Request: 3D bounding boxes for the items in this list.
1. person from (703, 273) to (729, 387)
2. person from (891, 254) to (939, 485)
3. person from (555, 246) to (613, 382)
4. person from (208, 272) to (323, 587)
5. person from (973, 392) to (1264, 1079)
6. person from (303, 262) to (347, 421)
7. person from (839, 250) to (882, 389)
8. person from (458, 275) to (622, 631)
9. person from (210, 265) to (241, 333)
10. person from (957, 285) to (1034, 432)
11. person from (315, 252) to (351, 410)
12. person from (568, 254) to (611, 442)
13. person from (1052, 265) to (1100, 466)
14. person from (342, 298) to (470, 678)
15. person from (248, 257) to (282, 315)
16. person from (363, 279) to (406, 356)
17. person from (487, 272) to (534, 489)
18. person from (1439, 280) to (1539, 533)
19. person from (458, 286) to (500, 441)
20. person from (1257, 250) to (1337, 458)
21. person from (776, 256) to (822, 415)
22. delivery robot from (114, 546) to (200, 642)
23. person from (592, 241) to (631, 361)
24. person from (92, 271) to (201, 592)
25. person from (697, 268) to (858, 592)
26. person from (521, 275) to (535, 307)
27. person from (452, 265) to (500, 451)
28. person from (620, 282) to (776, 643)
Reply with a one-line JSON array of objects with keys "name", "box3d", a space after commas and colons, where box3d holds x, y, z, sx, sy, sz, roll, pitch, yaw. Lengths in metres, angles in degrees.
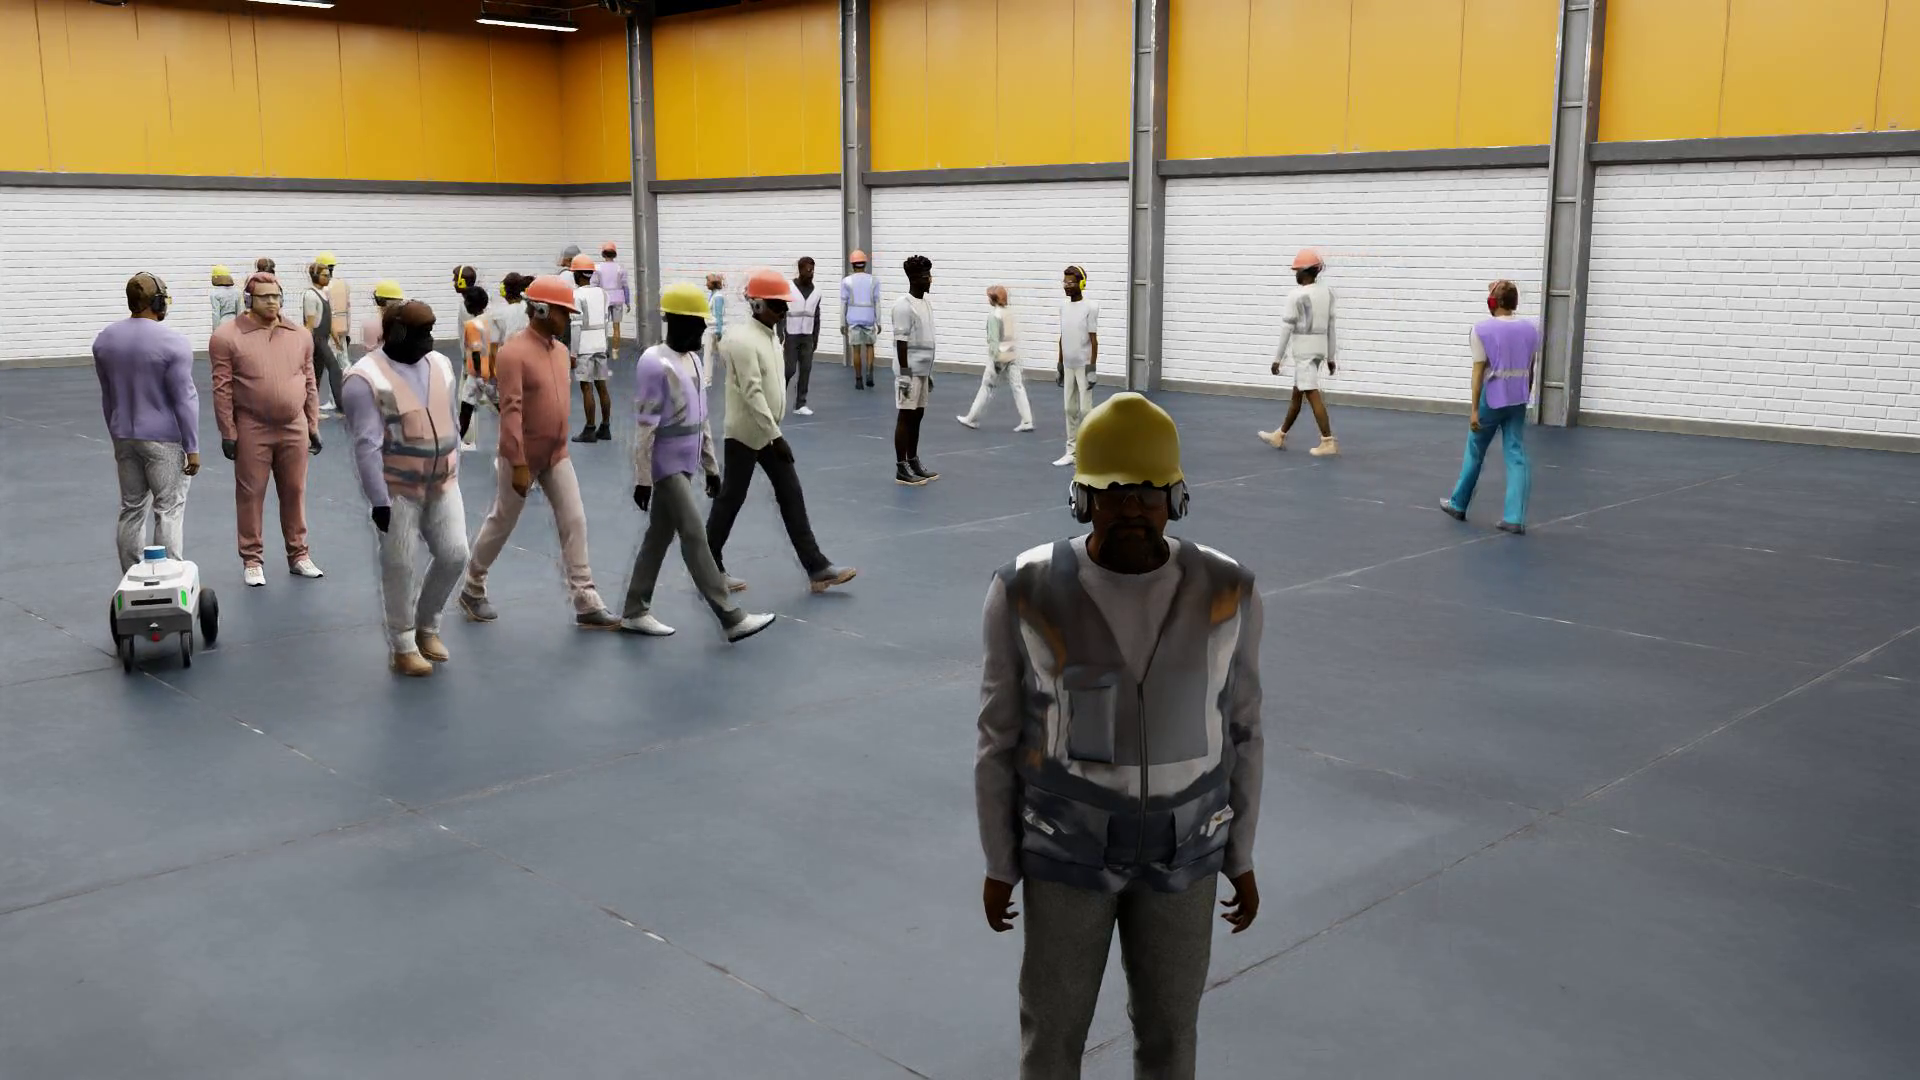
[{"name": "person", "box3d": [-3.339, -2.940, 23.380, 0.772, 1.610, 0.514, -5, 11, -24]}, {"name": "person", "box3d": [-0.385, -1.464, 14.331, 0.374, 1.966, 0.607, 4, 11, 21]}, {"name": "person", "box3d": [-5.575, -3.269, 23.971, 1.031, 2.000, 0.700, -3, 11, -17]}, {"name": "person", "box3d": [-4.235, -0.683, 10.235, 0.639, 1.908, 0.409, -10, 14, -44]}, {"name": "person", "box3d": [0.325, 0.617, 3.349, 0.595, 1.832, 0.404, -1, 10, -6]}, {"name": "person", "box3d": [-7.229, -2.268, 19.142, 0.820, 1.817, 0.512, -2, 11, -12]}, {"name": "person", "box3d": [-1.385, -3.042, 23.033, 0.580, 1.925, 0.390, -2, 11, -10]}, {"name": "person", "box3d": [-2.346, -0.475, 9.051, 1.064, 1.934, 0.635, 5, 12, 27]}, {"name": "person", "box3d": [-9.743, -2.775, 22.087, 0.296, 1.744, 0.486, 4, 11, 21]}, {"name": "person", "box3d": [0.418, -1.969, 18.114, 0.913, 1.586, 0.514, 7, 12, 33]}, {"name": "person", "box3d": [-7.717, -2.558, 20.402, 0.379, 1.925, 0.594, 4, 11, 20]}, {"name": "person", "box3d": [-3.856, -1.975, 17.191, 0.374, 1.939, 0.545, 6, 12, 30]}, {"name": "person", "box3d": [1.074, -1.576, 15.259, 0.329, 1.858, 0.505, -9, 13, -39]}, {"name": "person", "box3d": [-2.657, -0.250, 8.062, 0.455, 1.829, 0.642, 8, 13, 38]}, {"name": "person", "box3d": [-9.719, -3.038, 23.299, 0.432, 1.822, 0.647, -9, 14, -42]}, {"name": "person", "box3d": [-4.779, -1.340, 14.206, 0.593, 1.747, 0.554, 2, 11, 13]}, {"name": "person", "box3d": [-3.793, -1.365, 14.208, 0.512, 1.808, 0.997, -4, 11, -22]}, {"name": "person", "box3d": [3.897, -0.987, 12.167, 0.582, 1.795, 0.942, -3, 11, -16]}, {"name": "person", "box3d": [-4.595, -1.587, 15.853, 0.890, 1.646, 0.545, 3, 11, 15]}, {"name": "person", "box3d": [3.317, -1.810, 16.159, 0.632, 1.984, 1.034, -9, 14, -39]}, {"name": "person", "box3d": [-1.957, -2.434, 19.840, 0.623, 1.889, 0.592, -8, 13, -37]}, {"name": "delivery robot", "box3d": [-4.074, 0.273, 8.453, 0.477, 0.478, 0.707, -4, 11, -20]}, {"name": "person", "box3d": [-5.948, -4.067, 28.374, 0.625, 2.018, 0.422, -1, 10, -8]}, {"name": "person", "box3d": [-4.601, -0.551, 9.473, 0.623, 1.932, 0.375, 3, 11, 14]}, {"name": "person", "box3d": [-1.143, -0.628, 9.849, 0.999, 1.935, 0.609, 3, 11, 17]}, {"name": "person", "box3d": [-5.128, -2.349, 20.003, 0.539, 1.660, 0.837, -9, 14, -40]}, {"name": "person", "box3d": [-4.718, -1.781, 16.399, 0.717, 1.846, 0.525, 1, 10, 5]}, {"name": "person", "box3d": [-1.396, -0.389, 8.695, 0.970, 1.875, 0.607, 2, 11, 13]}]
